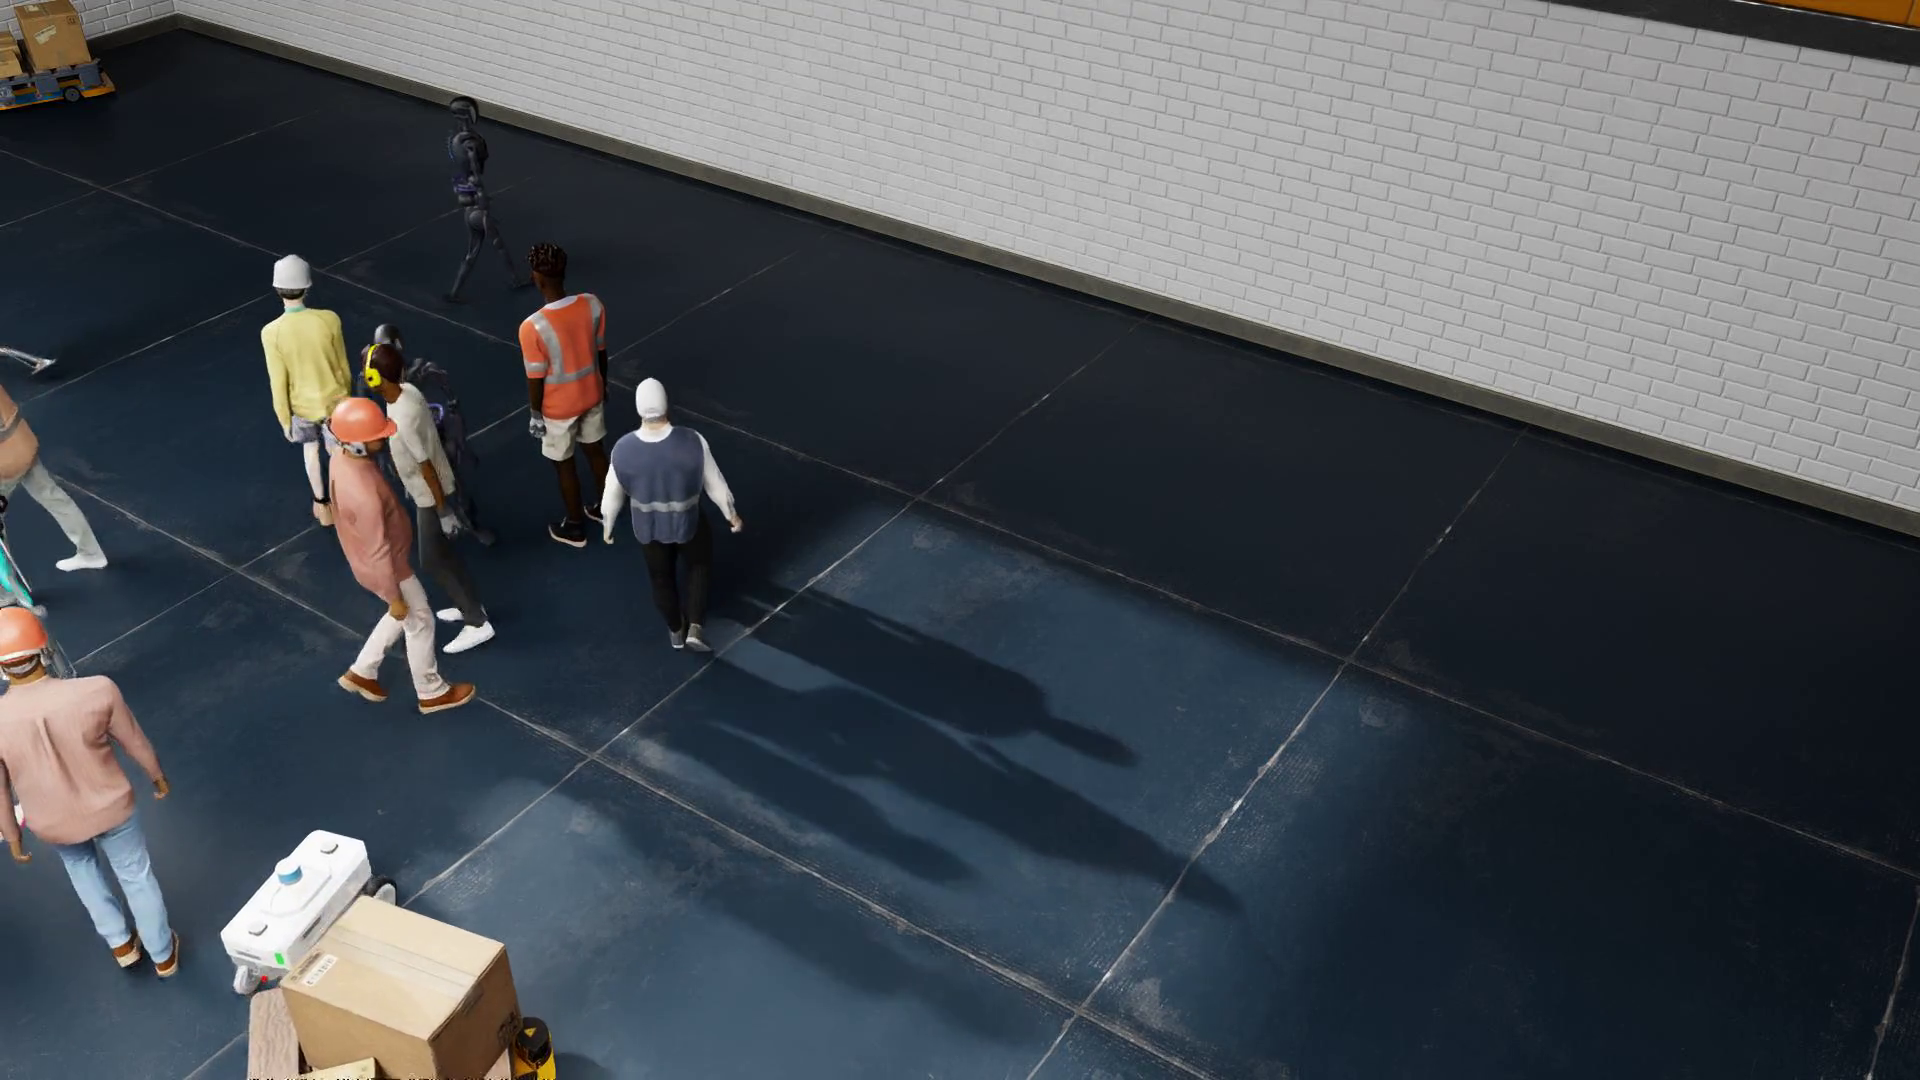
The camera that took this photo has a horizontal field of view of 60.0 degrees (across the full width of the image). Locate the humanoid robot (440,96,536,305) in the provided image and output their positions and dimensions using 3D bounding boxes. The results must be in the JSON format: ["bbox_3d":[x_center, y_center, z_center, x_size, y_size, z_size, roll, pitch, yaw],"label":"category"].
[{"bbox_3d":[-3.747,-2.615,12.817,0.783,1.626,0.608,-14,37,-19],"label":"humanoid robot"}]

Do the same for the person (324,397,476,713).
[{"bbox_3d":[-2.998,0.117,8.611,0.564,1.967,0.637,-18,39,-24],"label":"person"}]

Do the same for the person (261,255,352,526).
[{"bbox_3d":[-3.914,-0.853,10.104,0.486,1.852,0.748,-15,38,-21],"label":"person"}]

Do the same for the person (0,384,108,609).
[{"bbox_3d":[-5.559,-0.446,9.514,0.802,1.867,0.615,-9,36,-13],"label":"person"}]

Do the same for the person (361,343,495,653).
[{"bbox_3d":[-2.972,-0.248,9.259,0.439,1.833,0.566,-8,36,-12],"label":"person"}]

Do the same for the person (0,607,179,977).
[{"bbox_3d":[-3.788,1.110,7.192,0.663,1.970,0.517,-18,39,-24],"label":"person"}]

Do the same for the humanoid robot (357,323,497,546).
[{"bbox_3d":[-3.180,-0.593,9.883,0.603,1.640,0.408,-8,36,-11],"label":"humanoid robot"}]

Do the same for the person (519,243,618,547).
[{"bbox_3d":[-2.353,-0.865,10.036,0.380,1.952,0.609,23,41,29],"label":"person"}]

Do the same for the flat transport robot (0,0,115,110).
[{"bbox_3d":[-9.363,-4.556,16.774,1.431,0.231,0.659,-21,40,-27],"label":"flat transport robot"}]

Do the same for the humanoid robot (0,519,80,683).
[{"bbox_3d":[-5.222,0.104,8.898,0.828,1.847,0.531,19,39,25],"label":"humanoid robot"}]

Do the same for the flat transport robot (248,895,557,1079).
[{"bbox_3d":[-2.373,2.418,6.808,1.431,0.231,0.659,-10,36,-14],"label":"flat transport robot"}]

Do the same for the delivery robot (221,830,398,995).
[{"bbox_3d":[-2.992,1.686,7.618,0.499,0.610,0.788,11,36,15],"label":"delivery robot"}]

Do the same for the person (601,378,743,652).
[{"bbox_3d":[-1.579,-0.097,9.107,0.774,1.747,0.462,-4,35,-6],"label":"person"}]

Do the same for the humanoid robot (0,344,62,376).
[{"bbox_3d":[-7.046,-1.807,11.583,1.042,1.741,0.546,-5,35,-6],"label":"humanoid robot"}]
